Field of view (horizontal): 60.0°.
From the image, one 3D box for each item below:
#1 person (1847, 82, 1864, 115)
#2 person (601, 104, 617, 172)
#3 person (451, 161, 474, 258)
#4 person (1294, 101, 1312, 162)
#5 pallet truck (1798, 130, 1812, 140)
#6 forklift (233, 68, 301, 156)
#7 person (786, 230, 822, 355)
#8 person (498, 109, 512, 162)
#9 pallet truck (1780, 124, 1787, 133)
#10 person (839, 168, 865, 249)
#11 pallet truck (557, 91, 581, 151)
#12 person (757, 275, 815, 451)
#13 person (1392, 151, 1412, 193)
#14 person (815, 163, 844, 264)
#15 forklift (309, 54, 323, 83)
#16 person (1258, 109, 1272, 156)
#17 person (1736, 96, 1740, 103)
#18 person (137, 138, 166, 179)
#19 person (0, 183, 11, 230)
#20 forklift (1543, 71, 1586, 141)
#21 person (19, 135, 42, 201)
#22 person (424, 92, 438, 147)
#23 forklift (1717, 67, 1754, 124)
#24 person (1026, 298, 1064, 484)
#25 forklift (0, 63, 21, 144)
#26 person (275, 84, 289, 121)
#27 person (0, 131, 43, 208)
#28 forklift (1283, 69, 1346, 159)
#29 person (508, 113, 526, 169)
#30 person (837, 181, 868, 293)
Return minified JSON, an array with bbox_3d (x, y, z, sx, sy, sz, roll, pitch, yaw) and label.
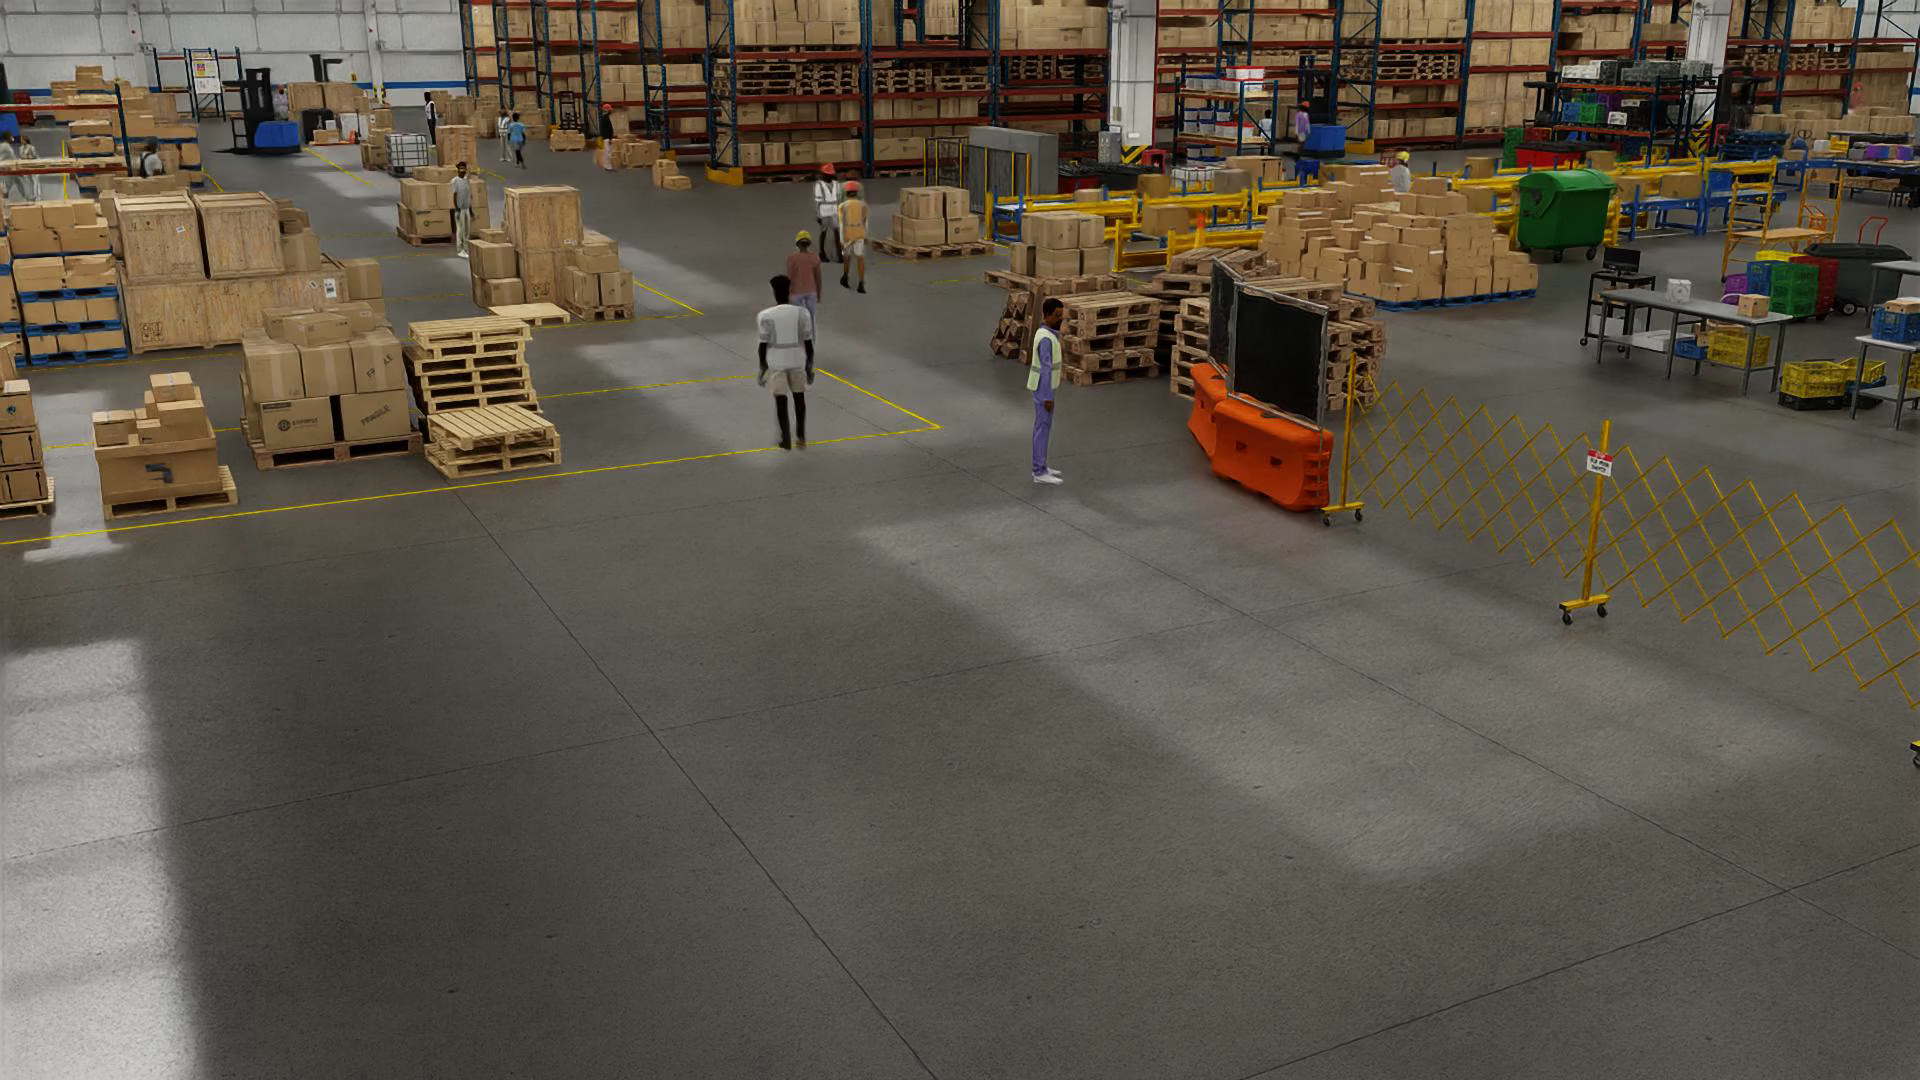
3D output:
[{"bbox_3d":[34.967,-16.867,64.929,1.009,1.950,0.630,-10,20,-27],"label":"person"},{"bbox_3d":[-10.507,-12.006,49.693,0.387,1.990,0.625,-7,19,-21],"label":"person"},{"bbox_3d":[-9.784,-6.524,32.814,0.333,1.866,0.515,7,19,19],"label":"person"},{"bbox_3d":[10.882,-12.942,52.745,0.496,1.908,0.550,15,23,40],"label":"person"},{"bbox_3d":[25.526,-11.556,49.408,1.630,1.274,0.653,-9,20,-26],"label":"pallet truck"},{"bbox_3d":[-23.106,-14.209,55.131,1.873,2.768,1.129,4,18,11],"label":"forklift"},{"bbox_3d":[-2.207,-3.504,23.588,0.543,1.733,0.499,-7,19,-22],"label":"person"},{"bbox_3d":[-14.537,-12.921,53.117,0.513,1.640,0.309,9,20,26],"label":"person"},{"bbox_3d":[25.206,-12.542,52.601,1.601,1.201,0.680,0,18,-2],"label":"pallet truck"},{"bbox_3d":[-2.207,-6.763,33.936,0.531,1.618,0.369,-1,18,-2],"label":"person"},{"bbox_3d":[-13.495,-14.412,57.188,0.823,1.965,1.885,-3,18,-9],"label":"pallet truck"},{"bbox_3d":[-1.931,-1.952,18.465,0.620,1.936,0.502,-6,19,-17],"label":"person"},{"bbox_3d":[9.420,-7.396,35.594,0.521,1.818,0.613,-5,18,-15],"label":"person"},{"bbox_3d":[-2.462,-6.230,31.835,0.581,1.895,0.927,-12,21,-32],"label":"person"},{"bbox_3d":[-27.362,-19.292,70.980,1.873,2.768,1.129,-6,19,-19],"label":"forklift"},{"bbox_3d":[9.577,-12.570,51.929,0.541,1.695,0.316,5,18,14],"label":"person"},{"bbox_3d":[29.103,-15.804,61.977,0.918,1.720,0.530,-9,20,-27],"label":"person"},{"bbox_3d":[-18.036,-7.940,36.942,0.719,2.000,0.894,13,22,34],"label":"person"},{"bbox_3d":[-21.272,-7.675,36.475,0.561,1.824,1.017,15,23,40],"label":"person"},{"bbox_3d":[18.685,-13.231,52.085,1.873,2.768,1.129,-9,20,-26],"label":"forklift"},{"bbox_3d":[-23.689,-9.466,42.347,0.521,1.640,0.307,6,19,17],"label":"person"},{"bbox_3d":[-18.597,-14.795,58.525,0.390,1.912,0.589,-12,21,-32],"label":"person"},{"bbox_3d":[26.185,-14.586,56.309,1.129,2.768,1.873,-6,19,-18],"label":"forklift"},{"bbox_3d":[0.889,-1.550,17.226,0.398,1.915,0.589,1,18,3],"label":"person"},{"bbox_3d":[-34.572,-15.629,59.561,1.129,2.768,1.873,-12,22,-34],"label":"forklift"},{"bbox_3d":[-26.089,-16.556,64.018,0.599,1.920,0.549,12,21,32],"label":"person"},{"bbox_3d":[-22.887,-8.935,40.285,1.023,1.884,0.642,-10,20,-28],"label":"person"},{"bbox_3d":[11.615,-13.871,54.079,1.129,2.768,1.873,-9,20,-27],"label":"forklift"},{"bbox_3d":[-13.516,-12.204,50.843,0.803,1.664,0.533,16,23,40],"label":"person"},{"bbox_3d":[-1.859,-5.268,28.875,0.552,1.886,1.012,-5,18,-15],"label":"person"}]
